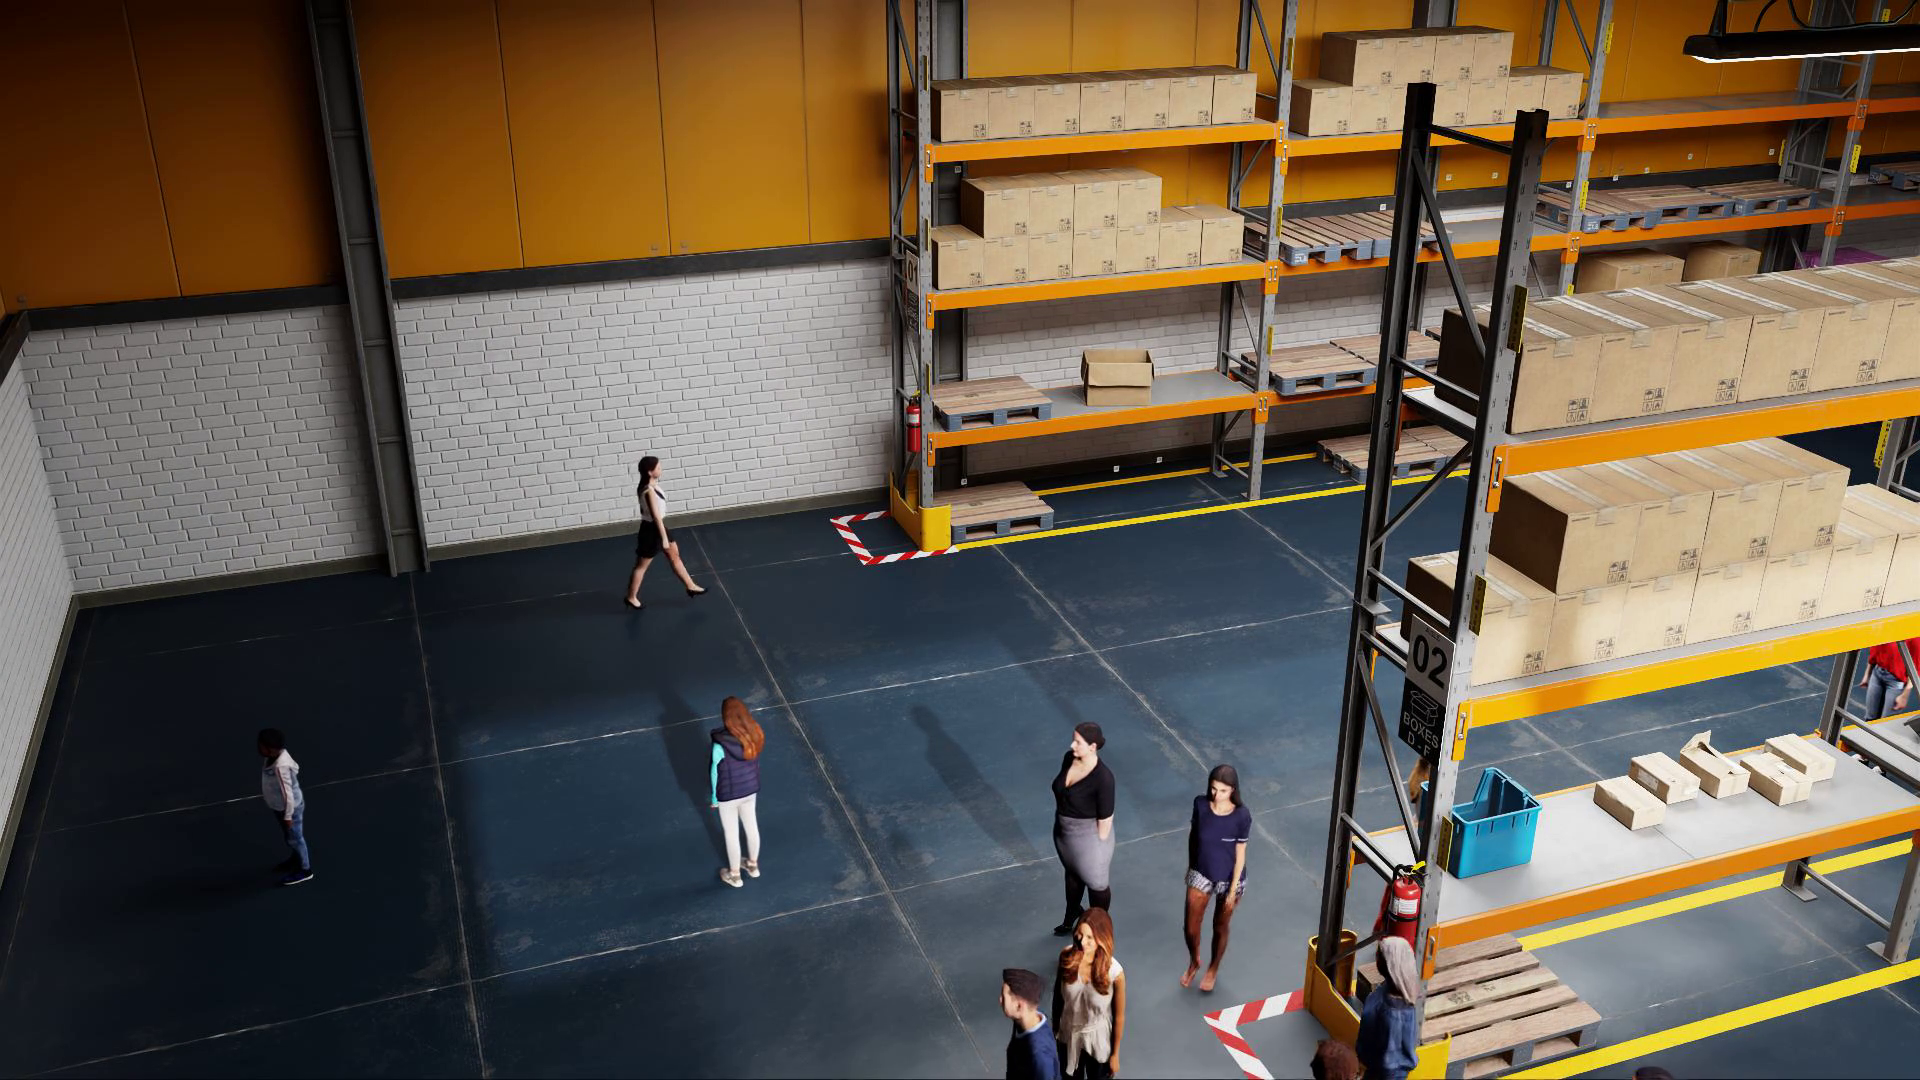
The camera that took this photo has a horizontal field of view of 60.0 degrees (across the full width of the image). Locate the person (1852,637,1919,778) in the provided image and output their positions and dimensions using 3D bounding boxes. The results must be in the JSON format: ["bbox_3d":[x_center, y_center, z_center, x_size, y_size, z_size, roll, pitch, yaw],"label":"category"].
[{"bbox_3d":[7.507,1.153,13.423,0.511,1.705,0.624,-7,25,-15],"label":"person"}]

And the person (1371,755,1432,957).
[{"bbox_3d":[3.076,2.087,11.169,0.753,1.800,0.730,3,24,8],"label":"person"}]

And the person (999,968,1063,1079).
[{"bbox_3d":[0.499,3.090,8.877,1.180,1.797,0.832,-3,24,-7],"label":"person"}]

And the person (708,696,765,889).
[{"bbox_3d":[-1.624,1.823,12.150,0.623,1.498,0.715,-20,31,-38],"label":"person"}]

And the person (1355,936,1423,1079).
[{"bbox_3d":[2.477,2.975,9.285,0.900,1.680,0.838,8,25,18],"label":"person"}]

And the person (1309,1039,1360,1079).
[{"bbox_3d":[1.879,3.270,8.465,0.785,1.797,0.741,8,25,18],"label":"person"}]

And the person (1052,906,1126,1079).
[{"bbox_3d":[0.729,2.846,9.451,0.678,1.784,0.713,14,27,29],"label":"person"}]

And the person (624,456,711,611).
[{"bbox_3d":[-3.080,-0.020,16.229,1.102,1.607,0.664,-6,24,-12],"label":"person"}]

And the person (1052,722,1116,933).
[{"bbox_3d":[0.859,2.012,11.390,0.694,1.760,0.719,-15,28,-30],"label":"person"}]

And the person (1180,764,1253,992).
[{"bbox_3d":[1.734,2.192,10.989,0.698,1.751,0.758,11,26,24],"label":"person"}]

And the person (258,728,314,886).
[{"bbox_3d":[-4.950,1.923,12.218,0.503,1.259,0.490,-11,26,-24],"label":"person"}]
